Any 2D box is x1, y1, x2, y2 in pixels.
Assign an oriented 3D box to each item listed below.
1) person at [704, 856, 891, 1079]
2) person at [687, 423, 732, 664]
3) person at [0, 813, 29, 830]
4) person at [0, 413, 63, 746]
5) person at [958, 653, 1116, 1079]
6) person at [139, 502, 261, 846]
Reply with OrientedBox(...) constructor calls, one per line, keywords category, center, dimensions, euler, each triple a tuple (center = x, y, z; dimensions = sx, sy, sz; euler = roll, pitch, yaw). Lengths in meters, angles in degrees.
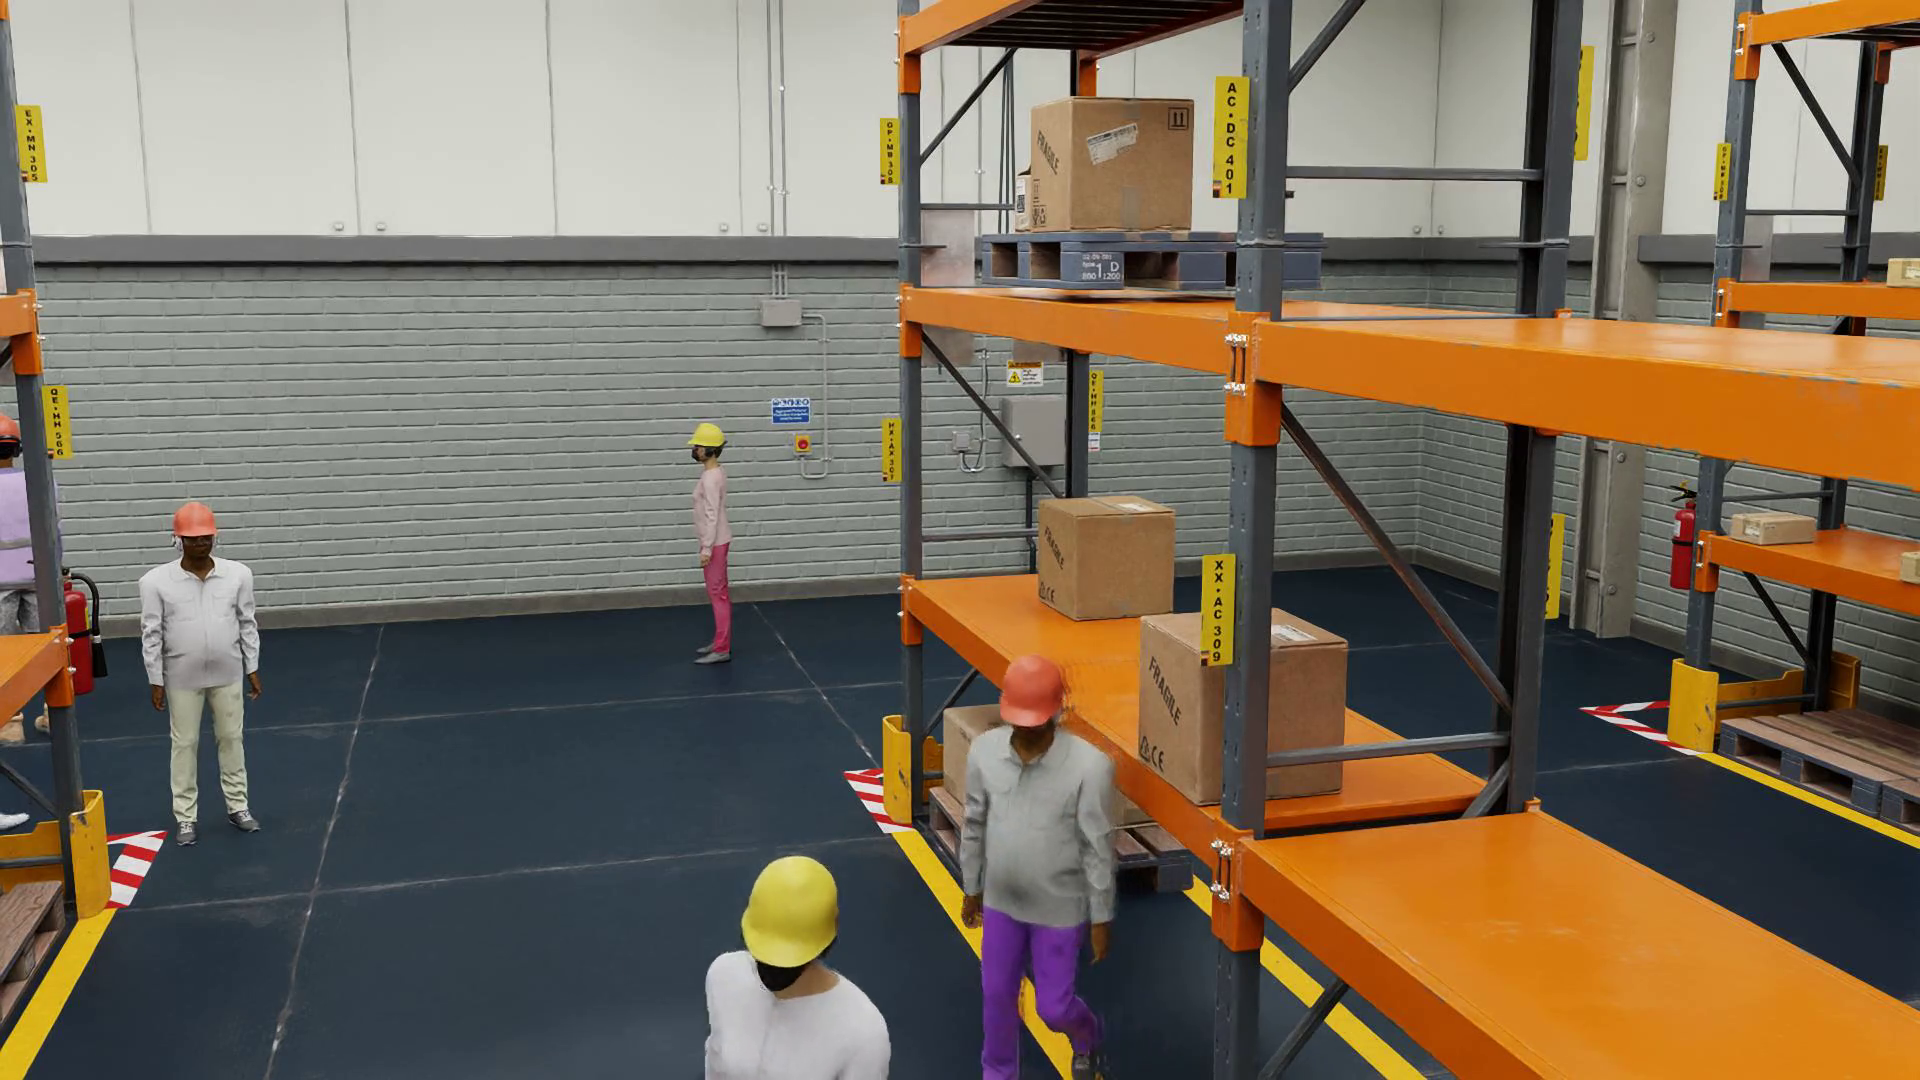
OrientedBox(category="person", center=(-0.381, 1.515, 3.829), dimensions=(0.537, 1.724, 0.492), euler=(4, 11, 23))
OrientedBox(category="person", center=(-1.827, 0.025, 12.206), dimensions=(0.301, 1.772, 0.523), euler=(-1, 10, -4))
OrientedBox(category="person", center=(-5.237, 0.661, 8.258), dimensions=(0.591, 1.888, 0.927), euler=(8, 13, 40))
OrientedBox(category="person", center=(-5.820, 0.239, 10.200), dimensions=(0.373, 2.043, 0.614), euler=(6, 12, 31))
OrientedBox(category="person", center=(0.281, 1.194, 5.677), dimensions=(0.615, 1.721, 0.559), euler=(6, 12, 30))
OrientedBox(category="person", center=(-3.883, 0.672, 8.550), dimensions=(0.565, 1.755, 0.323), euler=(-8, 12, -37))
